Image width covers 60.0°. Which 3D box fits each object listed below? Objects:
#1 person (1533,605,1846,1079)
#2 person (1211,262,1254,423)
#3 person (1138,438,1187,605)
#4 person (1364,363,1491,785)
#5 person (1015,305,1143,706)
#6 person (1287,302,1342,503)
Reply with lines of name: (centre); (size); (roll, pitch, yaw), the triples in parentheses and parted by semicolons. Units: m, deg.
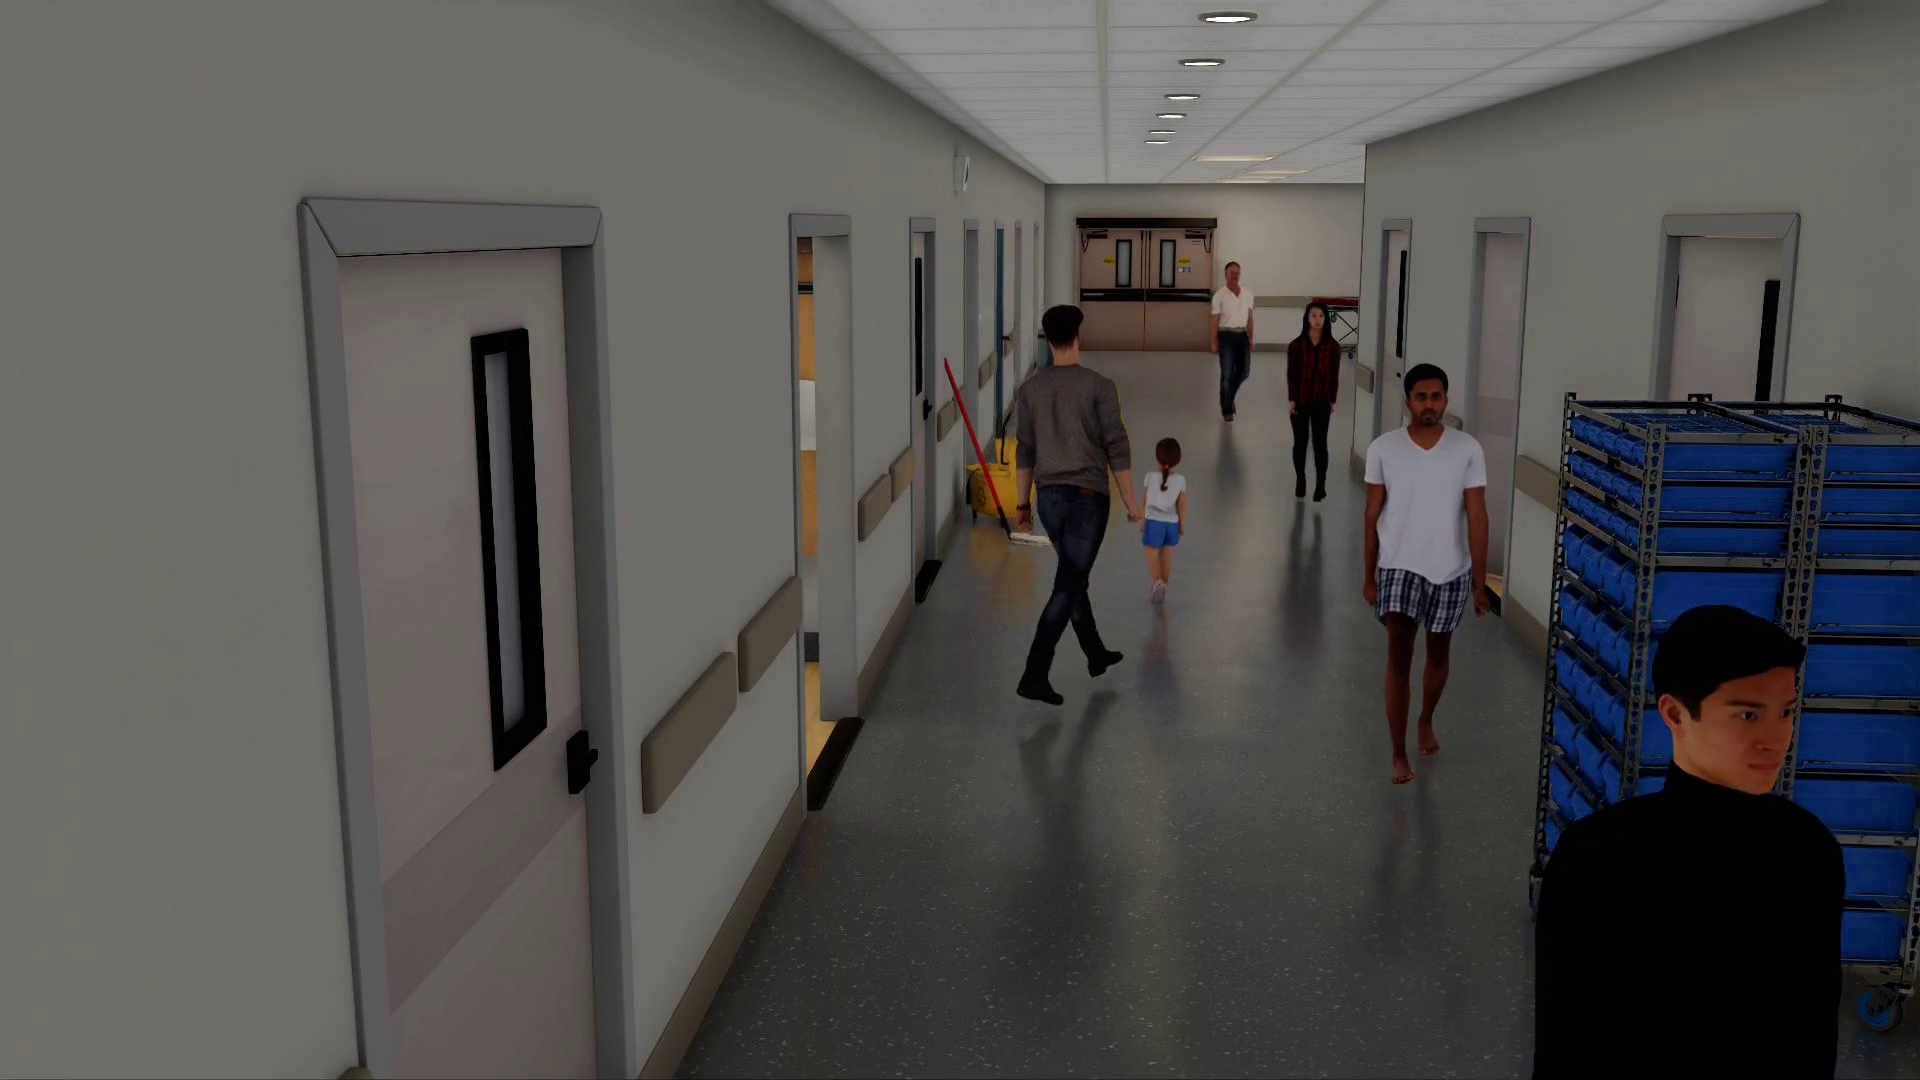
person: (1.098, 0.934, 2.647); (0.740, 1.709, 0.886); (-1, 11, -6)
person: (3.165, -2.325, 19.467); (0.771, 1.840, 0.906); (-1, 11, -7)
person: (1.210, -0.101, 9.971); (0.475, 1.013, 0.631); (0, 11, -2)
person: (1.933, 0.136, 6.907); (0.764, 1.688, 1.168); (2, 11, 12)
person: (0.481, -0.122, 7.835); (1.127, 1.848, 1.351); (8, 13, 36)
person: (2.862, -1.124, 13.721); (0.580, 1.623, 0.992); (1, 11, 5)
